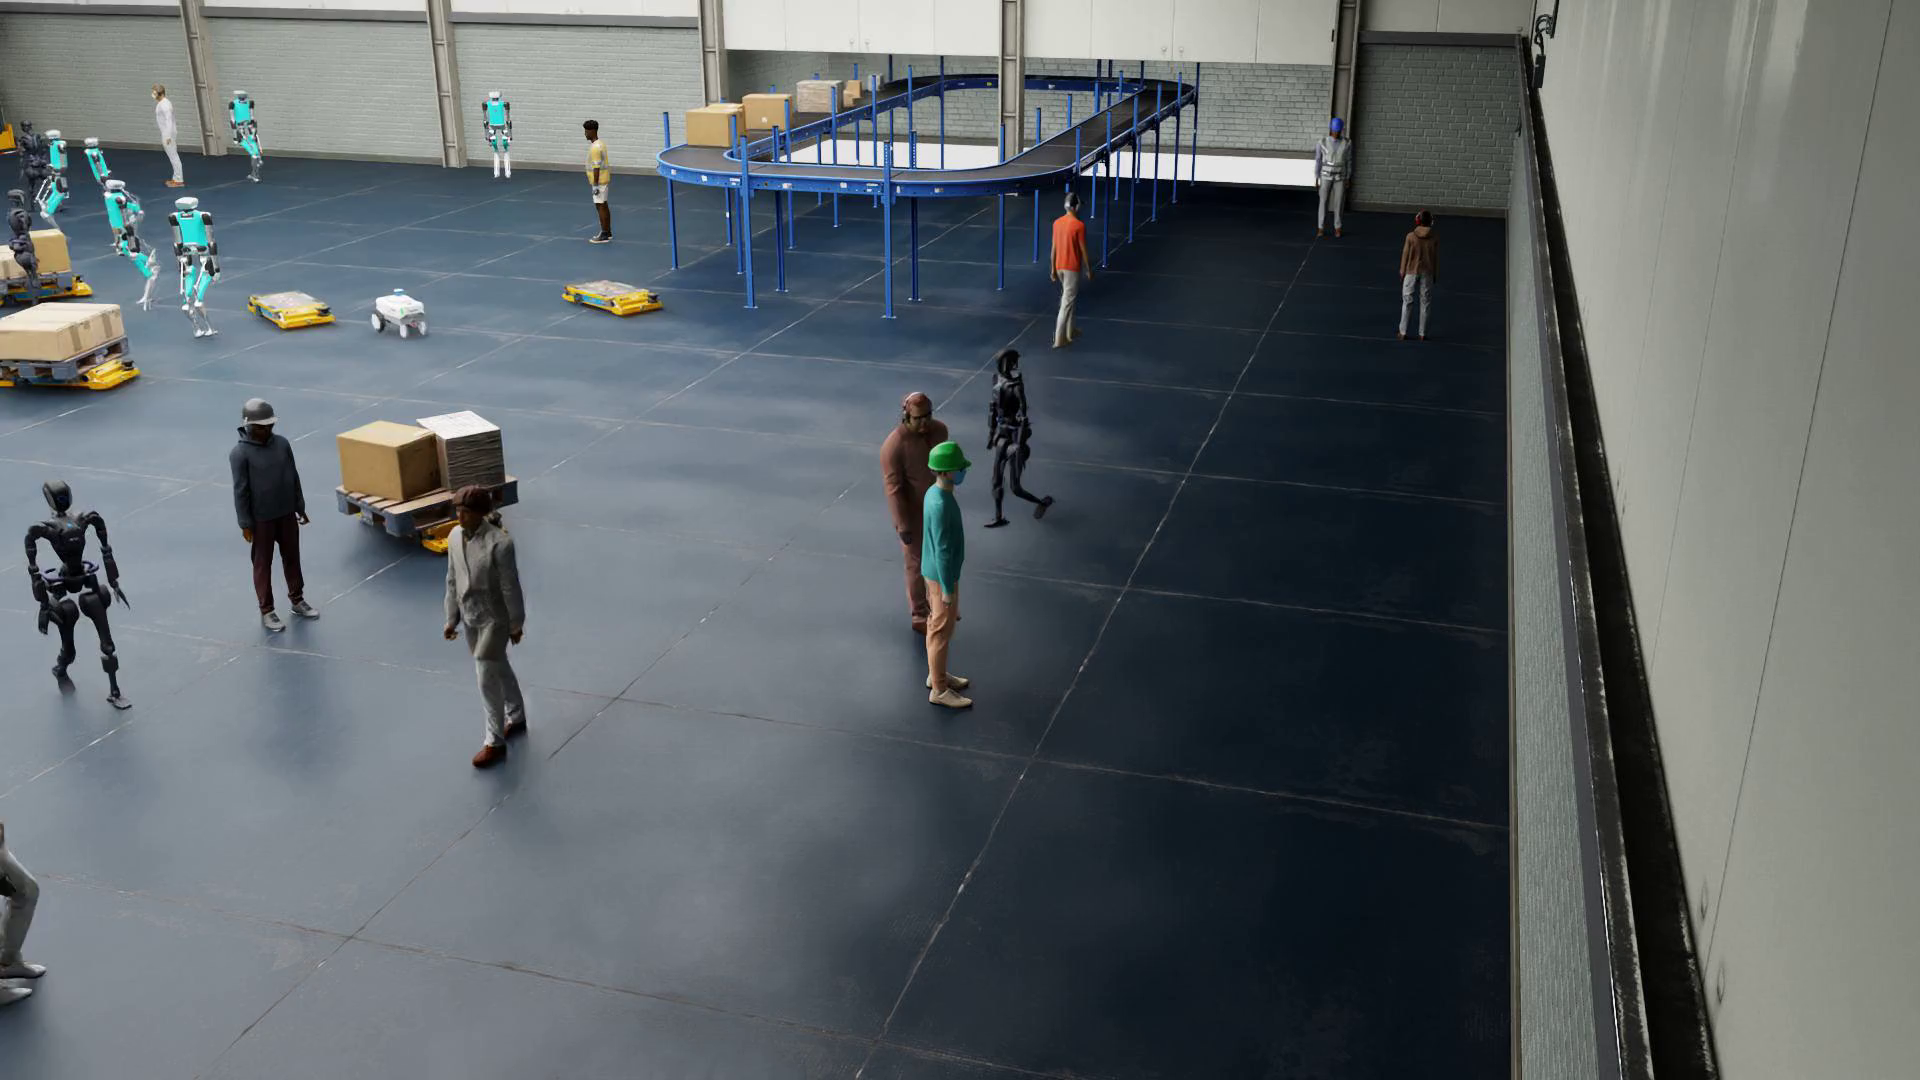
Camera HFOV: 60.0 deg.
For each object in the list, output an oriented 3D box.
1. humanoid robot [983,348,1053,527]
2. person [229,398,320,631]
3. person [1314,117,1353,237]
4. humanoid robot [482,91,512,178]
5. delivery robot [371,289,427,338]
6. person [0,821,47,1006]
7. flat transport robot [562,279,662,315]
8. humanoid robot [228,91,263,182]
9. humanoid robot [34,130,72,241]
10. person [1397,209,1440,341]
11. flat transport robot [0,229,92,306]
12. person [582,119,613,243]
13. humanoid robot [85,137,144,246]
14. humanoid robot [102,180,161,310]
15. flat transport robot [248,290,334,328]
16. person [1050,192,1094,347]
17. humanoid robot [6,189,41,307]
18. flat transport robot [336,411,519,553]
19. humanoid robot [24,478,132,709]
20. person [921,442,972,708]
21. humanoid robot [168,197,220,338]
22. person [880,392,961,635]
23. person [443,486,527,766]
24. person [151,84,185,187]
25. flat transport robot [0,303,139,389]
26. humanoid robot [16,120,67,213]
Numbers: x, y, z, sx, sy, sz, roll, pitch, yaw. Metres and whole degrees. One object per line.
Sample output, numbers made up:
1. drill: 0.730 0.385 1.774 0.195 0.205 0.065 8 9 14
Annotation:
1. humanoid robot: 0.498 -0.916 14.611 0.580 1.628 0.608 -12 24 -29
2. person: -5.206 -0.207 12.582 0.381 1.806 0.552 15 26 34
3. person: 6.125 -5.960 27.328 0.611 1.935 0.417 1 21 3
4. humanoid robot: -9.015 -7.954 32.580 0.533 1.677 0.735 -3 21 -8
5. delivery robot: -7.204 -2.919 21.377 0.789 0.614 0.499 20 28 41
6. person: -4.793 1.575 8.193 0.468 1.620 0.544 -11 24 -26
7. flat transport robot: -4.789 -3.336 22.830 1.431 0.231 0.659 19 28 41
8. humanoid robot: -13.892 -7.881 32.597 0.897 1.778 0.565 15 26 35
9. humanoid robot: -14.731 -5.702 26.936 0.667 1.805 0.541 -18 28 -39
10. person: 5.758 -3.314 20.857 0.464 1.647 0.317 3 21 7
11. flat transport robot: -12.993 -3.489 23.228 1.431 0.231 0.659 -15 26 -34
12. person: -5.849 -5.801 26.883 0.372 1.958 0.600 -1 21 -3
13. humanoid robot: -13.395 -5.560 26.520 0.772 1.731 0.544 -12 24 -28
14. humanoid robot: -11.084 -3.964 22.505 0.539 1.857 0.714 18 27 38
15. flat transport robot: -8.932 -3.076 22.156 0.659 0.231 1.431 -17 27 -36
16. person: 1.437 -3.375 20.697 0.827 1.880 0.486 -19 28 -40
17. humanoid robot: -12.489 -3.848 22.205 0.309 1.652 0.601 -18 27 -39
18. flat transport robot: -4.696 -0.213 14.731 1.431 0.231 0.659 18 27 39
19. humanoid robot: -6.067 0.344 11.385 0.740 1.641 0.589 16 26 36
20. person: -0.096 0.227 11.358 0.343 1.874 0.527 -1 21 -3
21. humanoid robot: -9.602 -3.359 20.782 0.544 1.752 0.679 0 21 1
22. person: -0.255 -0.205 12.451 0.666 1.888 0.472 -18 27 -39
23. person: -3.092 0.528 10.658 0.503 1.808 0.765 13 25 30
24. person: -15.285 -7.800 32.089 0.355 1.937 0.634 -11 23 -25
25. flat transport robot: -10.337 -1.922 19.164 1.431 0.231 0.659 2 21 5
26. humanoid robot: -16.308 -6.591 29.387 0.769 1.635 0.584 8 22 19
